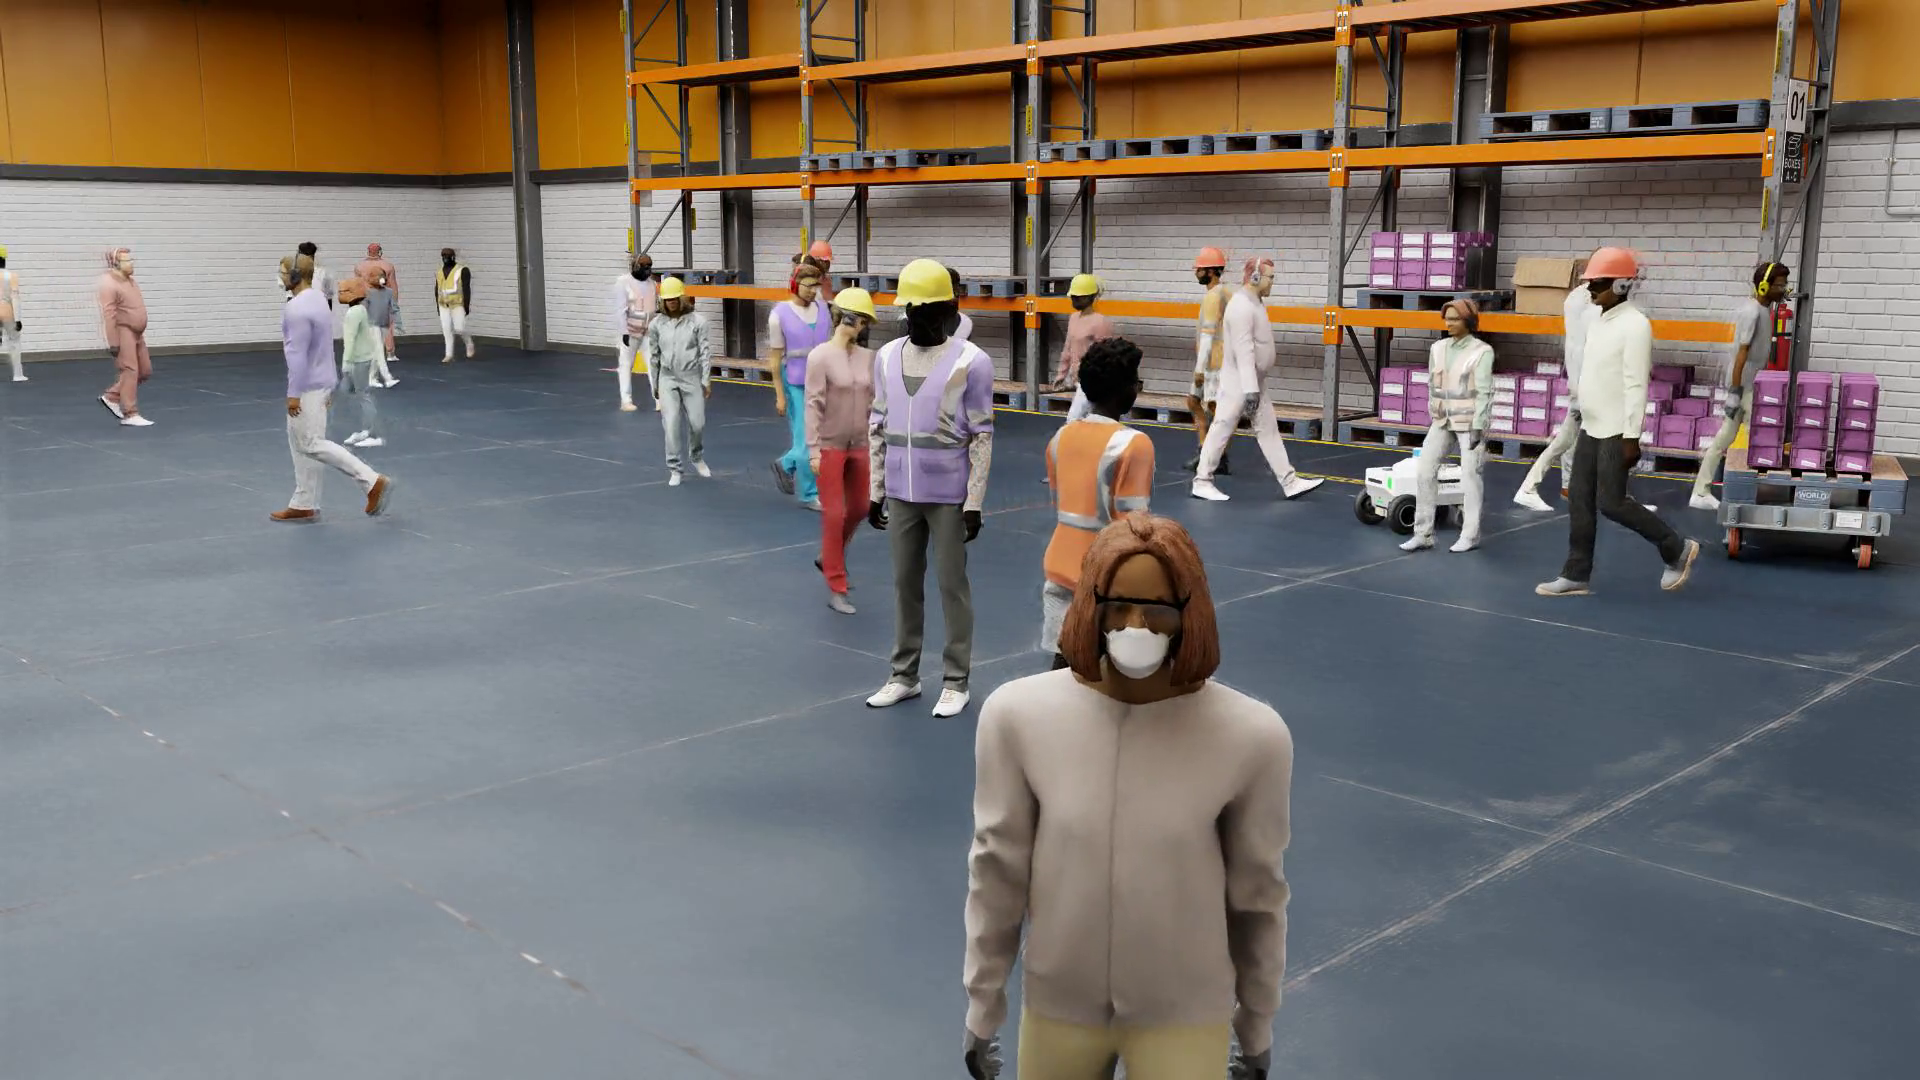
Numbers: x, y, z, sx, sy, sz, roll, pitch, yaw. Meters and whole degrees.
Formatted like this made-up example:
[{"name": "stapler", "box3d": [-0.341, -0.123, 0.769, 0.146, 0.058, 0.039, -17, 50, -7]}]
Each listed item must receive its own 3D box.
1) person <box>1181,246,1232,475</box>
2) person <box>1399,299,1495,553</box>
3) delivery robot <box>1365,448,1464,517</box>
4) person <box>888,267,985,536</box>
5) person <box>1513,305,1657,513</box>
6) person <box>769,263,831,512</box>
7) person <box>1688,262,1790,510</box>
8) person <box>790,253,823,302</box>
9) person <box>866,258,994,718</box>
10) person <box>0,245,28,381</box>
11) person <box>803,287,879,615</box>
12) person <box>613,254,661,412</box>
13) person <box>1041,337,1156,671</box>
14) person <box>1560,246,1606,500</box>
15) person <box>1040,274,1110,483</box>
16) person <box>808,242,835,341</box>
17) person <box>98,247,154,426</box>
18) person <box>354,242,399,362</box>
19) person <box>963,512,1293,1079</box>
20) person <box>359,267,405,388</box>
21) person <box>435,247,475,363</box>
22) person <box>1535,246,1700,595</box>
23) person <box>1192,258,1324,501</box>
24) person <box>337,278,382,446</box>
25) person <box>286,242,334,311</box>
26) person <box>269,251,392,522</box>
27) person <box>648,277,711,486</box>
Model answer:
[{"name": "person", "box3d": [2.044, -1.500, 14.039, 0.576, 1.922, 0.570, 3, 11, 15]}, {"name": "person", "box3d": [3.088, -0.702, 10.512, 0.667, 1.612, 0.538, -7, 12, -33]}, {"name": "delivery robot", "box3d": [3.176, -0.394, 11.493, 0.707, 0.478, 0.477, -3, 11, -18]}, {"name": "person", "box3d": [-0.174, -0.940, 11.326, 0.603, 1.808, 1.158, -10, 14, -42]}, {"name": "person", "box3d": [4.555, -1.080, 12.104, 0.983, 1.814, 0.513, 1, 10, 6]}, {"name": "person", "box3d": [-1.201, -1.120, 12.248, 0.616, 1.816, 0.620, 9, 14, 42]}, {"name": "person", "box3d": [5.804, -1.086, 12.053, 0.911, 1.815, 0.684, 5, 12, 26]}, {"name": "person", "box3d": [-1.322, -1.646, 15.028, 0.485, 1.857, 0.535, 2, 11, 8]}, {"name": "person", "box3d": [-0.140, -0.215, 7.029, 0.587, 1.926, 0.366, 6, 12, 29]}, {"name": "person", "box3d": [-13.171, -3.090, 22.784, 0.591, 1.904, 0.817, 0, 10, 0]}, {"name": "person", "box3d": [-0.711, -0.499, 9.075, 0.617, 1.756, 0.650, 8, 13, 39]}, {"name": "person", "box3d": [-3.617, -2.350, 19.004, 0.634, 1.796, 0.924, -9, 14, -41]}, {"name": "person", "box3d": [0.567, 0.125, 5.845, 0.768, 1.663, 0.551, -7, 13, -35]}, {"name": "person", "box3d": [4.828, -1.251, 12.641, 0.636, 1.938, 0.358, -7, 12, -33]}, {"name": "person", "box3d": [1.113, -1.336, 13.710, 0.927, 1.716, 0.538, -4, 11, -20]}, {"name": "person", "box3d": [-1.451, -2.235, 17.987, 1.008, 1.940, 0.610, 6, 12, 31]}, {"name": "person", "box3d": [-8.899, -2.151, 17.671, 0.521, 1.898, 0.657, -1, 10, -6]}, {"name": "person", "box3d": [-9.315, -3.797, 26.617, 0.652, 1.905, 0.402, -1, 10, -7]}, {"name": "person", "box3d": [0.273, 0.735, 2.692, 0.506, 1.614, 0.679, 2, 11, 13]}, {"name": "person", "box3d": [-7.646, -2.799, 22.012, 0.867, 1.594, 0.506, 7, 13, 34]}, {"name": "person", "box3d": [-8.091, -3.752, 26.574, 0.642, 1.831, 0.563, 3, 11, 15]}, {"name": "person", "box3d": [3.681, -0.631, 9.202, 0.746, 1.975, 0.622, 0, 10, -1]}, {"name": "person", "box3d": [2.250, -1.194, 12.580, 1.020, 1.840, 0.681, 4, 11, 20]}, {"name": "person", "box3d": [-5.821, -1.697, 15.950, 0.517, 1.614, 0.538, -2, 11, -10]}, {"name": "person", "box3d": [-8.331, -2.838, 21.307, 0.601, 1.931, 0.802, -6, 12, -29]}, {"name": "person", "box3d": [-4.475, -1.064, 11.682, 0.792, 1.918, 0.631, -2, 11, -10]}, {"name": "person", "box3d": [-2.284, -1.302, 13.597, 0.497, 1.696, 0.667, -1, 10, -6]}]
